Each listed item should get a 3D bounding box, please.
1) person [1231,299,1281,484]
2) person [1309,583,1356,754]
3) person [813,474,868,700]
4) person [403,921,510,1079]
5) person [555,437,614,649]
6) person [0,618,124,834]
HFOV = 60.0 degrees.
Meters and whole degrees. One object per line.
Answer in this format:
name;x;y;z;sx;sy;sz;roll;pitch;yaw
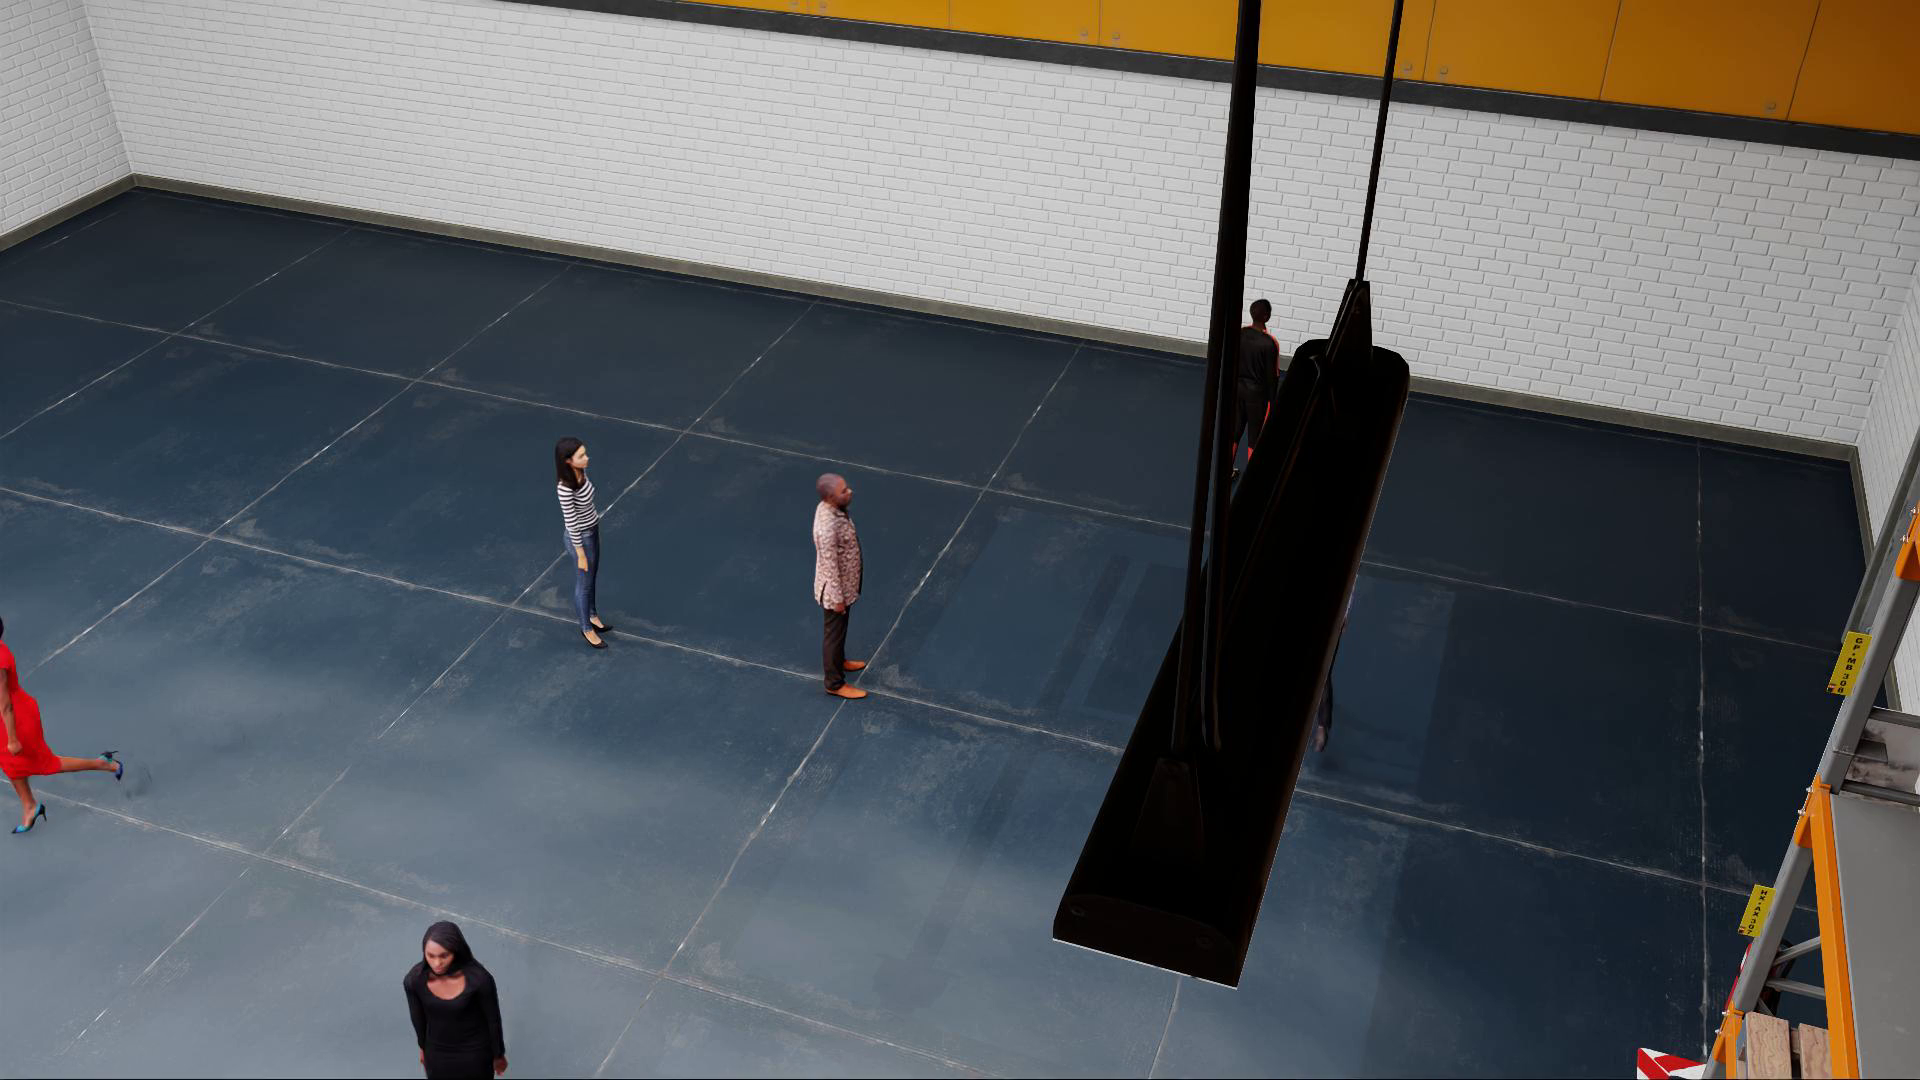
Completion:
person;2.523;-1.261;14.442;0.697;1.807;0.651;25;41;32
person;2.502;0.694;11.591;0.934;1.707;1.233;-1;34;-1
person;-0.908;0.308;12.080;0.817;1.808;0.666;-1;34;-1
person;-2.592;2.593;8.729;0.734;1.713;0.746;-1;34;-2
person;-2.843;0.013;12.534;0.701;1.796;0.527;1;34;1
person;-6.062;1.168;10.866;1.087;1.719;0.863;-27;42;-34
